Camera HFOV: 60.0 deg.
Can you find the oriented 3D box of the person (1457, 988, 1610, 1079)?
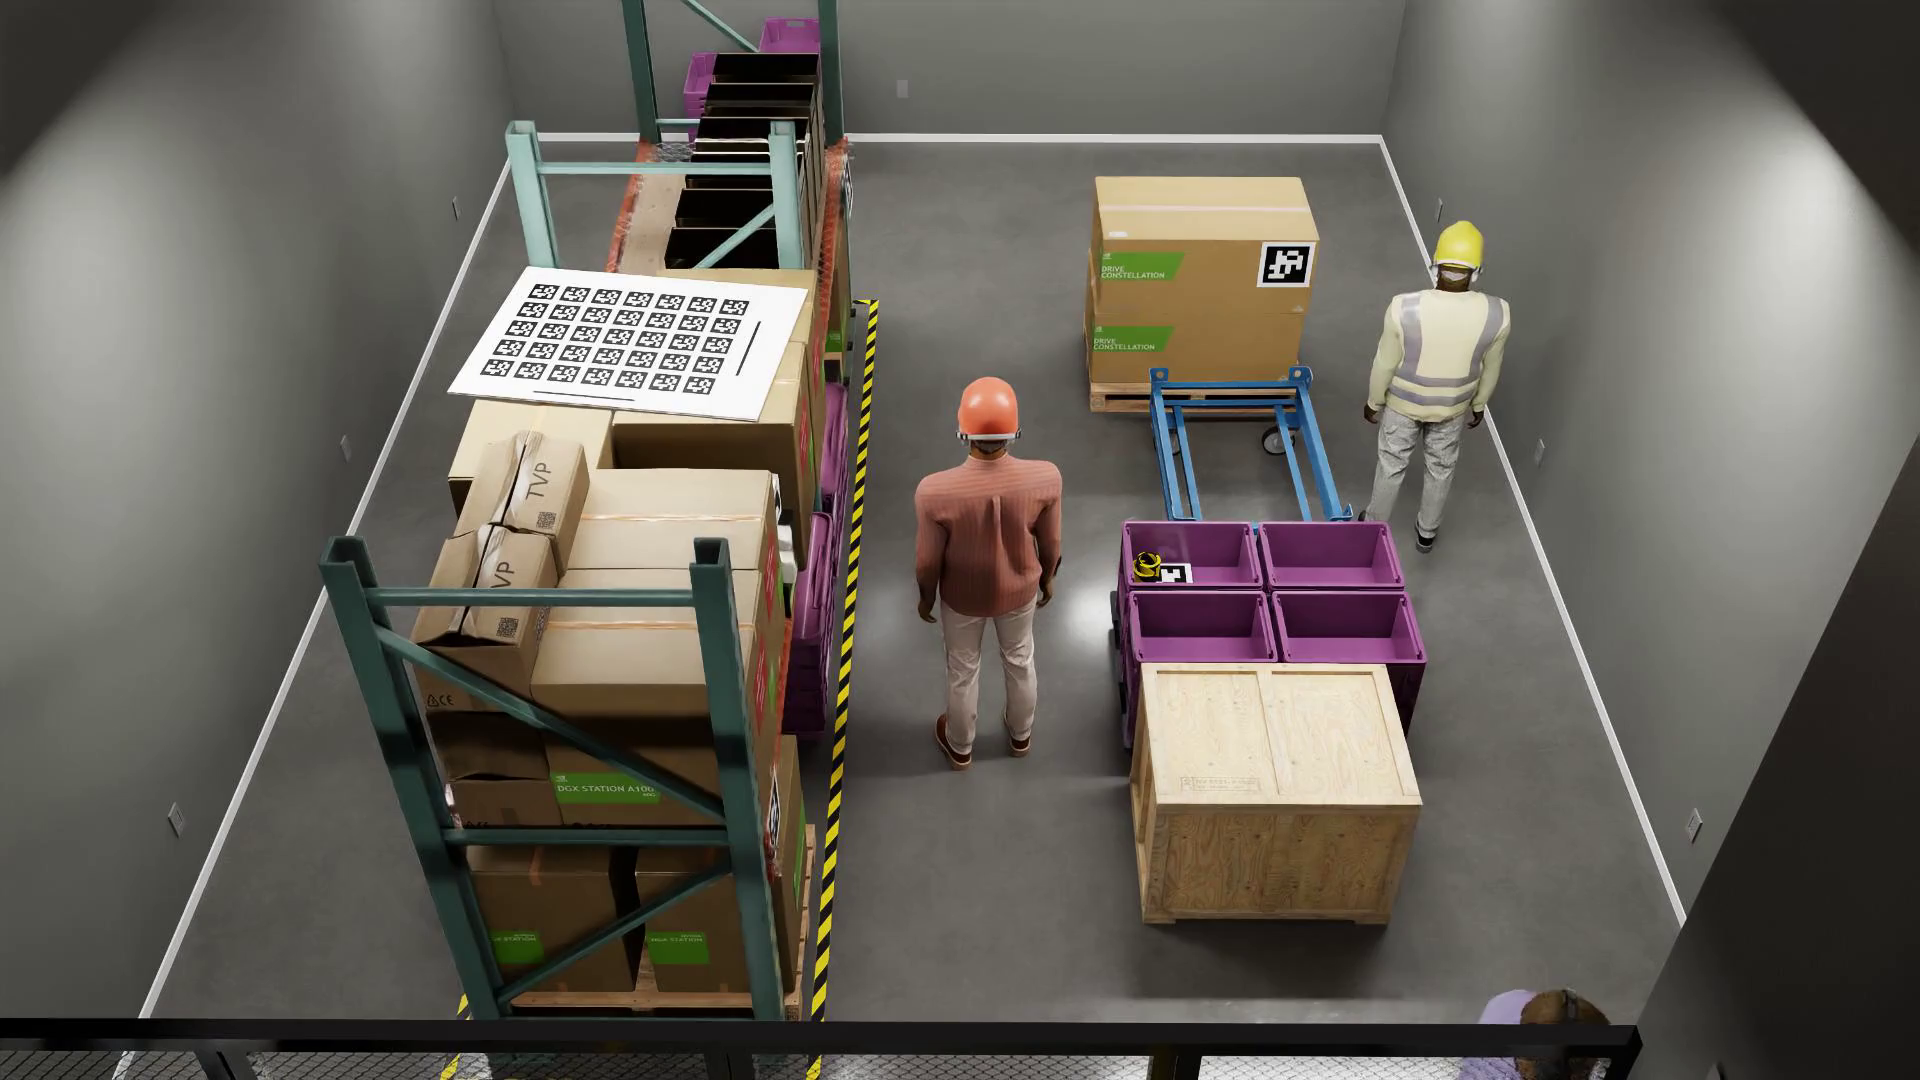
[{"bbox_3d":[1.552,1.927,4.925,0.366,1.934,0.668,10,42,11],"label":"person"}]

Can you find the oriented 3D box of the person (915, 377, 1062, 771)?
[{"bbox_3d":[0.111,0.173,6.874,0.612,1.995,0.382,-10,42,-11],"label":"person"}]

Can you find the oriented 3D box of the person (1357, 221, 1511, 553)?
[{"bbox_3d":[2.248,-0.696,7.994,0.600,1.820,0.404,2,41,2],"label":"person"}]
